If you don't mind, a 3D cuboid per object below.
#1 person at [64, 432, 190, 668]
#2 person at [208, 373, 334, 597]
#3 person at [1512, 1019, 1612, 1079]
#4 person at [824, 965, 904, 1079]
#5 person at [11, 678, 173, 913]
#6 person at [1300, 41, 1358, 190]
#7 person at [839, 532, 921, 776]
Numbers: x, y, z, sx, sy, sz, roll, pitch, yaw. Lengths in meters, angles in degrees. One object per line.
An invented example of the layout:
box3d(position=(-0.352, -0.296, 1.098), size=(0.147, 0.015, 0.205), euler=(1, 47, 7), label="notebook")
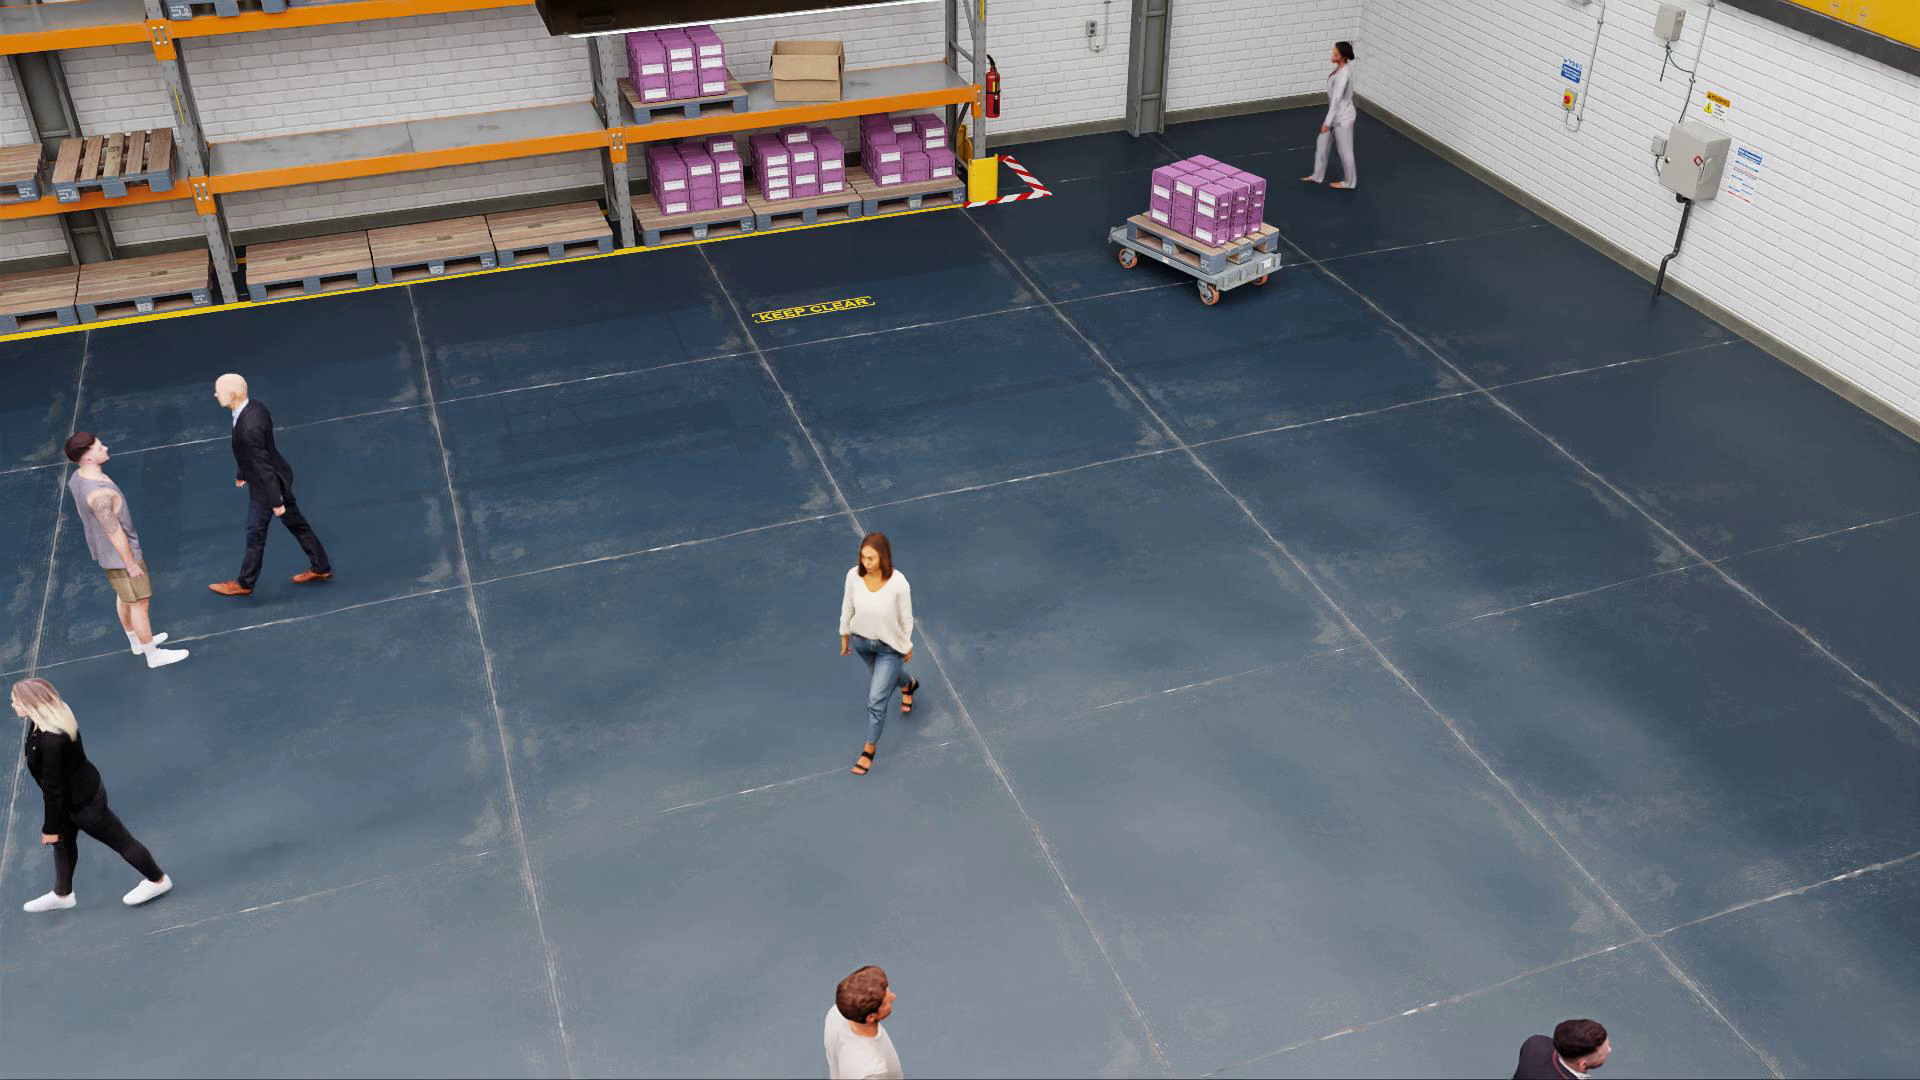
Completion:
box3d(position=(-5.753, 0.066, 11.358), size=(0.717, 1.846, 0.728), euler=(28, 42, 35), label="person")
box3d(position=(-4.930, -0.405, 12.078), size=(1.092, 1.763, 0.760), euler=(-8, 34, -12), label="person")
box3d(position=(2.542, 2.727, 7.292), size=(0.634, 1.844, 0.712), euler=(-4, 34, -6), label="person")
box3d(position=(-0.410, 2.602, 7.427), size=(0.596, 1.905, 0.682), euler=(-15, 36, -21), label="person")
box3d(position=(-4.856, 1.442, 9.398), size=(1.046, 1.654, 0.753), euler=(-19, 38, -26), label="person")
box3d(position=(4.334, -4.753, 18.676), size=(1.000, 1.700, 0.885), euler=(9, 35, 13), label="person")
box3d(position=(-0.465, 0.625, 10.641), size=(1.082, 1.639, 1.161), euler=(16, 37, 23), label="person")
